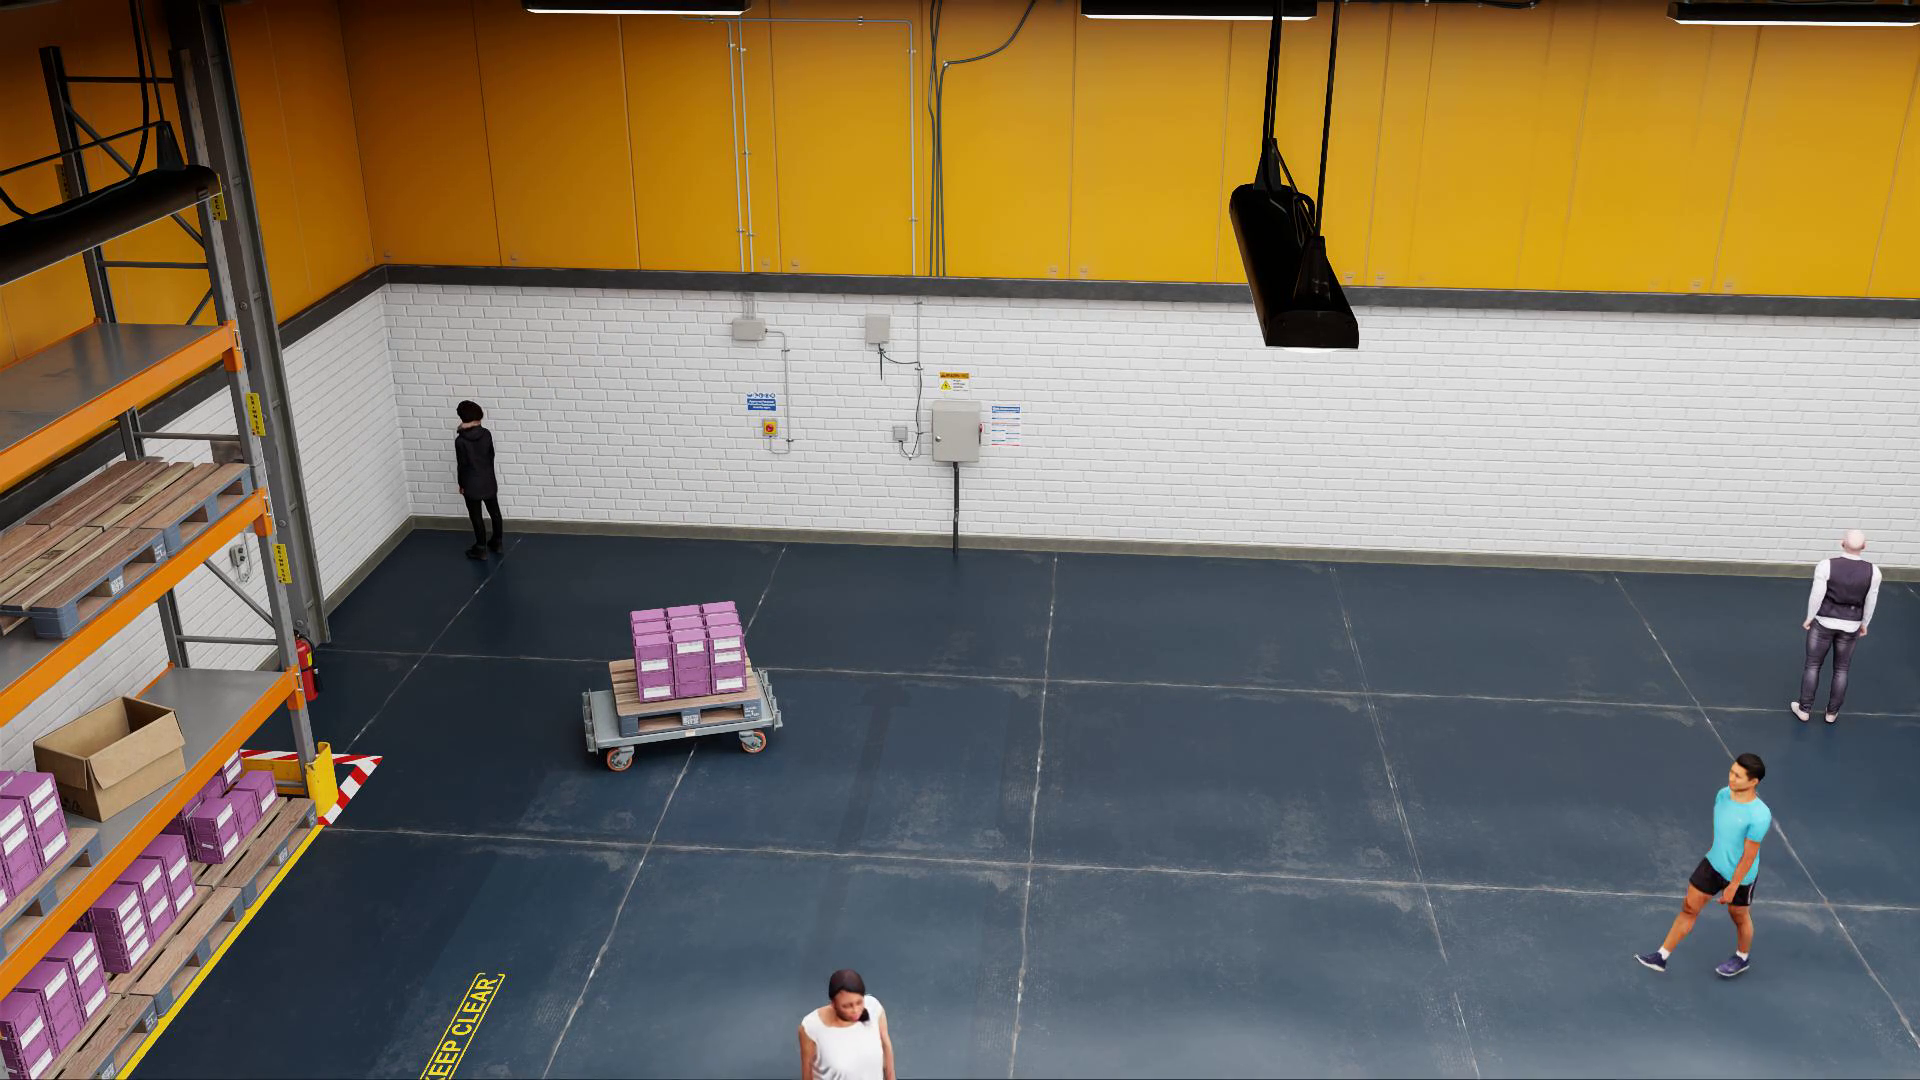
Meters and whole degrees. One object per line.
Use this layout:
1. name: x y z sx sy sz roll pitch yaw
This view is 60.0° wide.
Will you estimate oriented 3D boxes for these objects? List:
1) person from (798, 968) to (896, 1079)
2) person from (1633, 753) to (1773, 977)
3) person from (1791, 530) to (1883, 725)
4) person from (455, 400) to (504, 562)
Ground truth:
1. person: -0.646 3.099 9.457 1.051 1.646 1.179 -14 27 -29
2. person: 5.316 2.247 11.295 0.966 1.735 1.116 -7 25 -16
3. person: 7.683 0.755 14.598 0.722 1.824 0.642 6 24 13
4. person: -5.164 -0.647 17.859 0.792 1.781 0.713 19 30 37
